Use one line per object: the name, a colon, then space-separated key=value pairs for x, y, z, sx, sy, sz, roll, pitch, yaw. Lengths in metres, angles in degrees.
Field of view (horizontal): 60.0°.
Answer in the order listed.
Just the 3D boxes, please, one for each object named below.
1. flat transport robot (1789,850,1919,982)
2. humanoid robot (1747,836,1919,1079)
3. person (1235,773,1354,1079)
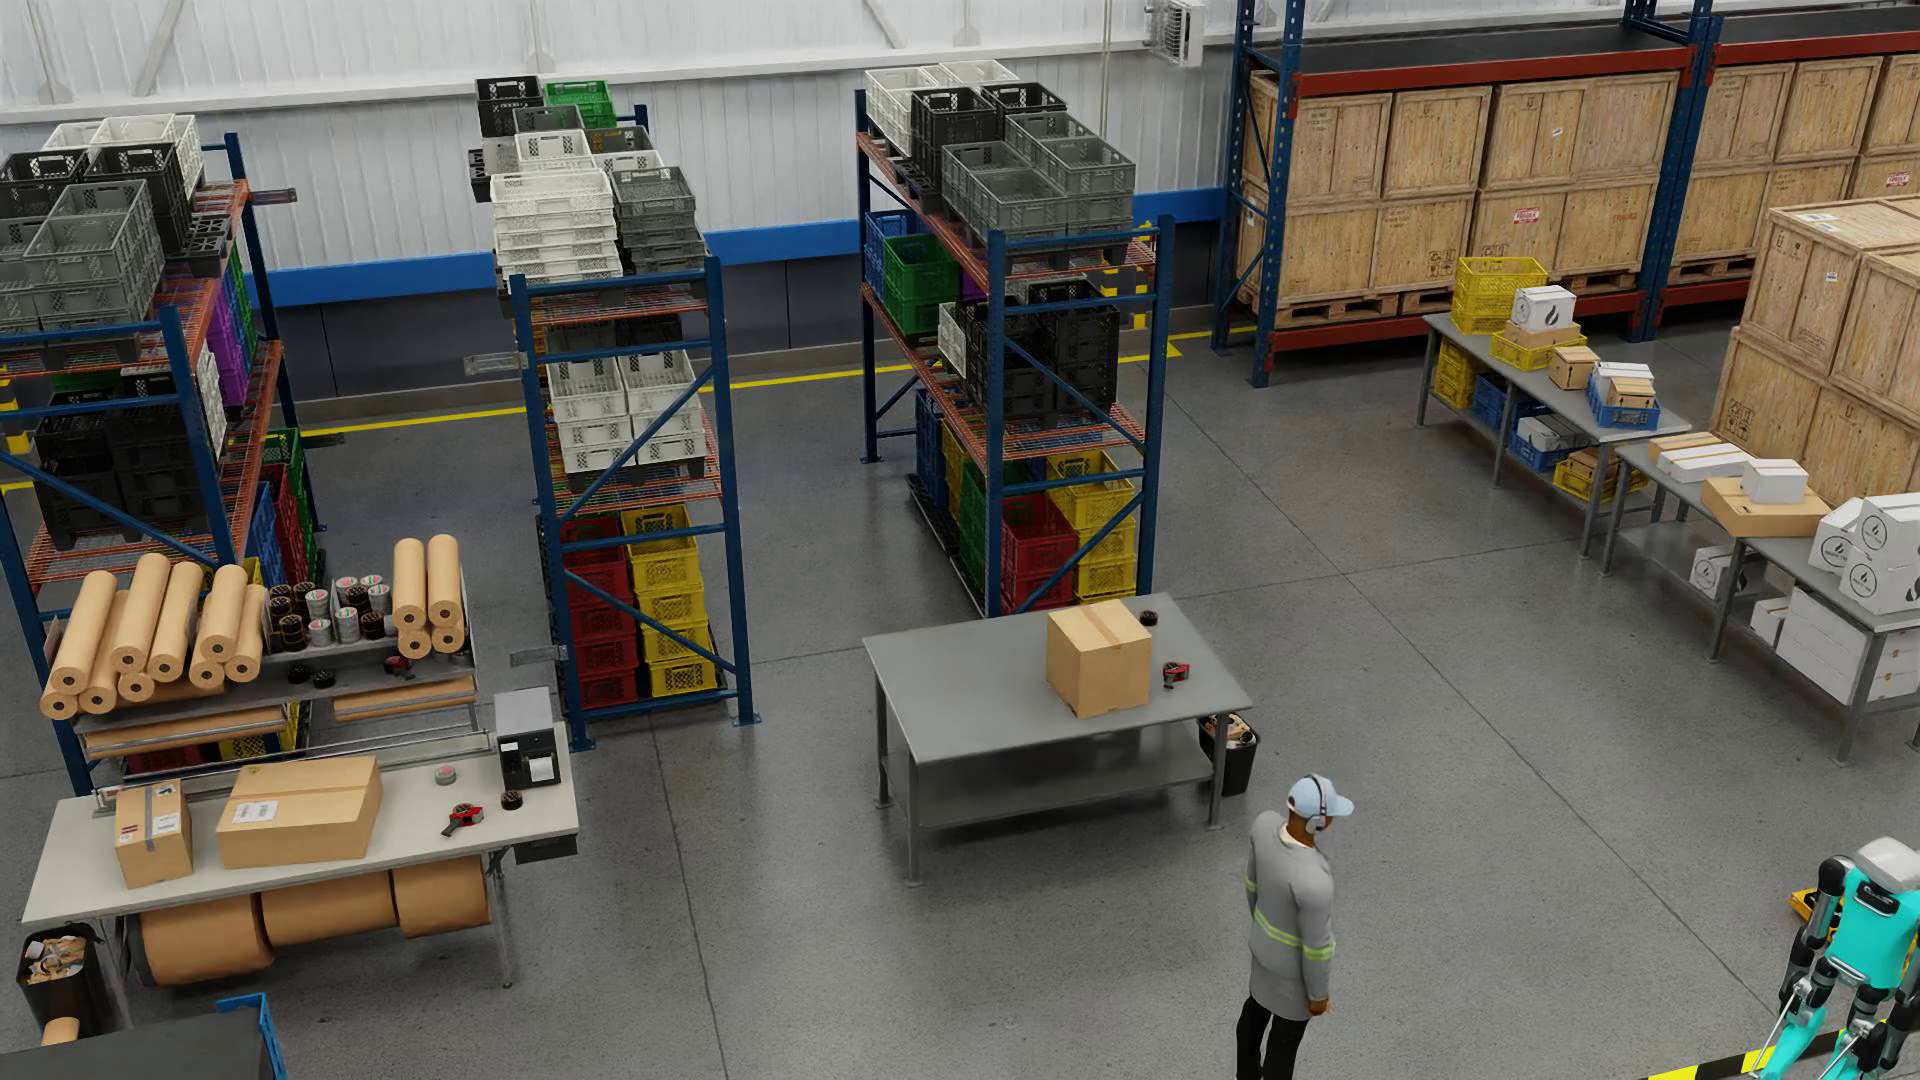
flat transport robot: x=5.163 y=1.916 z=8.676 sx=1.431 sy=0.231 sz=0.659 roll=-8 pitch=30 yaw=-14
humanoid robot: x=3.503 y=2.020 z=6.822 sx=0.735 sy=1.677 sz=0.533 roll=-17 pitch=33 yaw=-28
person: x=1.455 y=1.792 z=7.259 sx=0.393 sy=1.850 sz=0.587 roll=-9 pitch=30 yaw=-17
